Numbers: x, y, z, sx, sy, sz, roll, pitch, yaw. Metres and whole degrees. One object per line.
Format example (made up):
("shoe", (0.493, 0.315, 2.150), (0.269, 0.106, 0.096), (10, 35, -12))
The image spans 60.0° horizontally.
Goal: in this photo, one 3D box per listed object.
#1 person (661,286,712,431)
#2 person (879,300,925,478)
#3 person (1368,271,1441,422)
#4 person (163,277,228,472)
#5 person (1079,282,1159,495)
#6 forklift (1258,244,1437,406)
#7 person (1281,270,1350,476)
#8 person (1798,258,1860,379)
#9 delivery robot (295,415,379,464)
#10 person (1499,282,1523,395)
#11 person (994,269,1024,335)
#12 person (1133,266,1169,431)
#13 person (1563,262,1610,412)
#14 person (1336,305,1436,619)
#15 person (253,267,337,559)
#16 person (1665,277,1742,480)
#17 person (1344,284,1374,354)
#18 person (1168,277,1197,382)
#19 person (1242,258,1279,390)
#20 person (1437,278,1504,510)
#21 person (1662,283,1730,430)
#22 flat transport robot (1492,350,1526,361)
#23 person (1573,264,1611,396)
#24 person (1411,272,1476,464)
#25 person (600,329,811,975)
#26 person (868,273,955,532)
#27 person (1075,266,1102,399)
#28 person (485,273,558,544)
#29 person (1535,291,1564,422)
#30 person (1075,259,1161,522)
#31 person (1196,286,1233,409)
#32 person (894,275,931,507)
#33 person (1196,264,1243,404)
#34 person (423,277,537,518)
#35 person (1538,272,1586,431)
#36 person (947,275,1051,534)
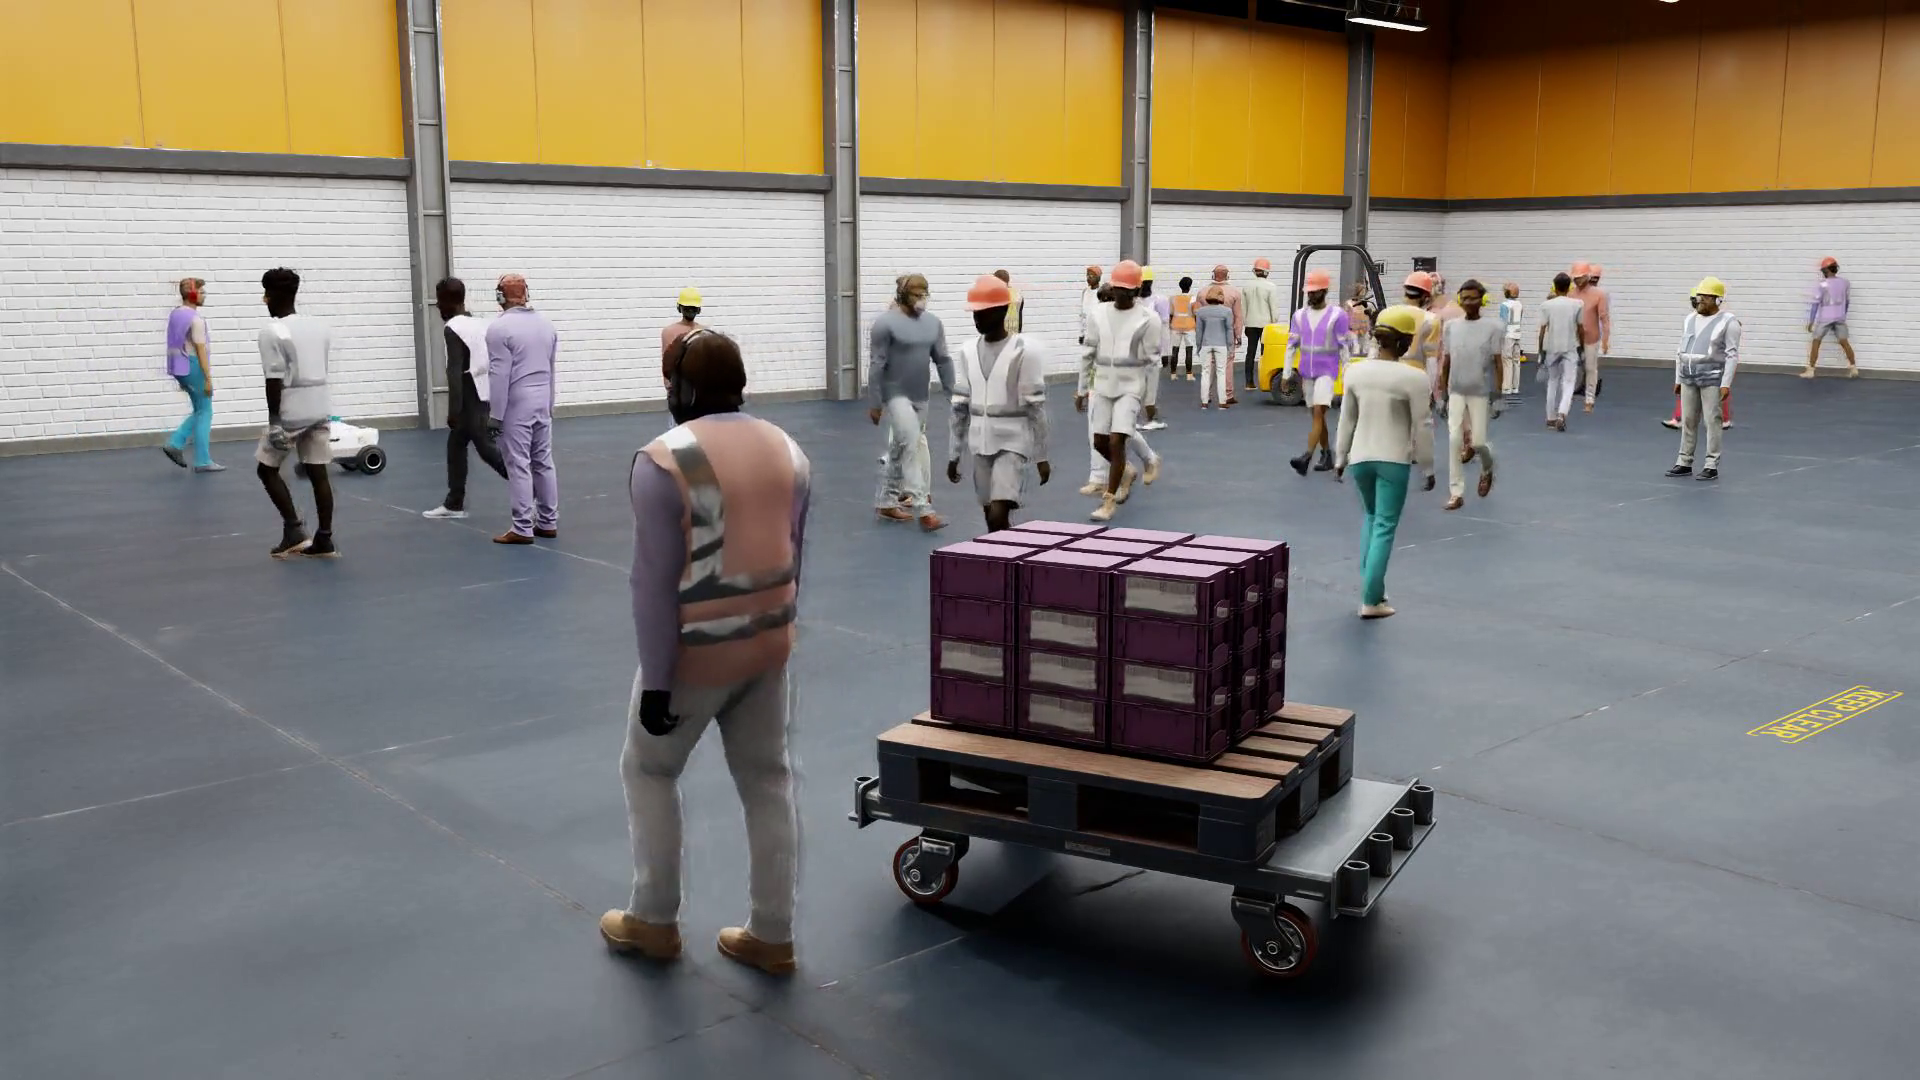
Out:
("person", (-2.319, -1.288, 14.299), (0.524, 1.764, 0.329), (-9, 14, -44))
("person", (-0.533, -1.352, 15.036), (0.365, 1.626, 0.534), (-6, 11, -30))
("person", (3.761, -1.345, 14.217), (0.621, 1.900, 0.564), (4, 11, 24))
("person", (-7.153, -1.531, 15.519), (0.587, 1.826, 0.451), (9, 13, 43))
("person", (1.363, -1.294, 14.182), (0.729, 1.814, 0.622), (-9, 13, -44))
("forklift", (5.256, -2.933, 22.661), (2.313, 2.155, 1.214), (3, 10, 16))
("person", (3.258, -1.541, 15.404), (0.571, 1.882, 0.983), (8, 12, 39))
("person", (14.395, -3.641, 27.446), (0.814, 1.993, 0.588), (0, 10, -2))
("delivery robot", (-5.756, -0.910, 15.340), (0.707, 0.478, 0.477), (-9, 13, -43))
("person", (8.030, -2.934, 24.289), (0.522, 1.638, 0.310), (-9, 13, -43))
("person", (0.573, -2.793, 22.876), (0.623, 1.844, 0.430), (-6, 11, -32))
("person", (2.060, -2.195, 19.190), (0.828, 1.893, 0.622), (-4, 11, -24))
("person", (7.948, -2.573, 21.292), (0.677, 1.925, 1.075), (7, 12, 37))
("person", (2.436, -0.442, 9.380), (0.561, 1.743, 0.641), (9, 13, 44))
("person", (-4.418, -0.827, 11.064), (0.469, 1.950, 0.627), (4, 11, 23))
("person", (6.739, -1.461, 15.091), (0.403, 1.837, 0.591), (-6, 11, -30))
("person", (6.496, -3.419, 27.311), (0.523, 1.589, 0.836), (-2, 10, -12))
("person", (3.622, -3.404, 26.898), (0.534, 1.691, 0.318), (4, 10, 22))
("person", (4.526, -3.241, 25.043), (0.610, 1.997, 0.375), (8, 13, 40))
("person", (4.131, -1.181, 13.421), (0.522, 1.852, 0.682), (7, 12, 34))
("person", (8.589, -2.110, 19.236), (0.859, 1.712, 0.532), (-2, 10, -11))
("flat transport robot", (10.122, -3.570, 32.013), (1.431, 0.197, 0.652), (2, 10, 13))
("person", (9.071, -2.997, 23.872), (0.548, 1.916, 0.796), (-1, 10, -7))
("person", (4.658, -1.658, 16.144), (0.900, 1.880, 0.641), (-4, 10, -21))
("person", (-0.759, 0.316, 4.738), (0.745, 1.815, 0.665), (8, 12, 39))
("person", (-0.311, -1.016, 12.311), (0.964, 1.884, 0.658), (9, 14, 44))
("person", (1.895, -2.898, 23.373), (0.354, 1.881, 0.576), (-9, 13, -42))
("person", (-3.117, -0.922, 11.742), (0.399, 1.903, 0.644), (5, 11, 26))
("person", (7.258, -2.241, 20.299), (0.360, 1.613, 0.532), (-3, 10, -16))
("person", (1.255, -1.158, 12.848), (0.685, 1.997, 0.752), (5, 11, 29))
("person", (3.365, -2.542, 22.012), (0.498, 1.633, 0.282), (4, 10, 22))
("person", (-0.404, -1.199, 13.462), (0.329, 1.872, 0.507), (-3, 10, -17))
("person", (3.569, -2.821, 22.837), (0.652, 1.909, 0.409), (4, 11, 23))
("person", (-3.657, -1.073, 12.736), (0.945, 1.878, 0.592), (0, 10, -3))
("person", (7.009, -2.194, 19.369), (0.530, 1.845, 0.783), (5, 11, 27))
("person", (0.179, -0.495, 9.189), (0.589, 1.914, 0.587), (7, 12, 35))
